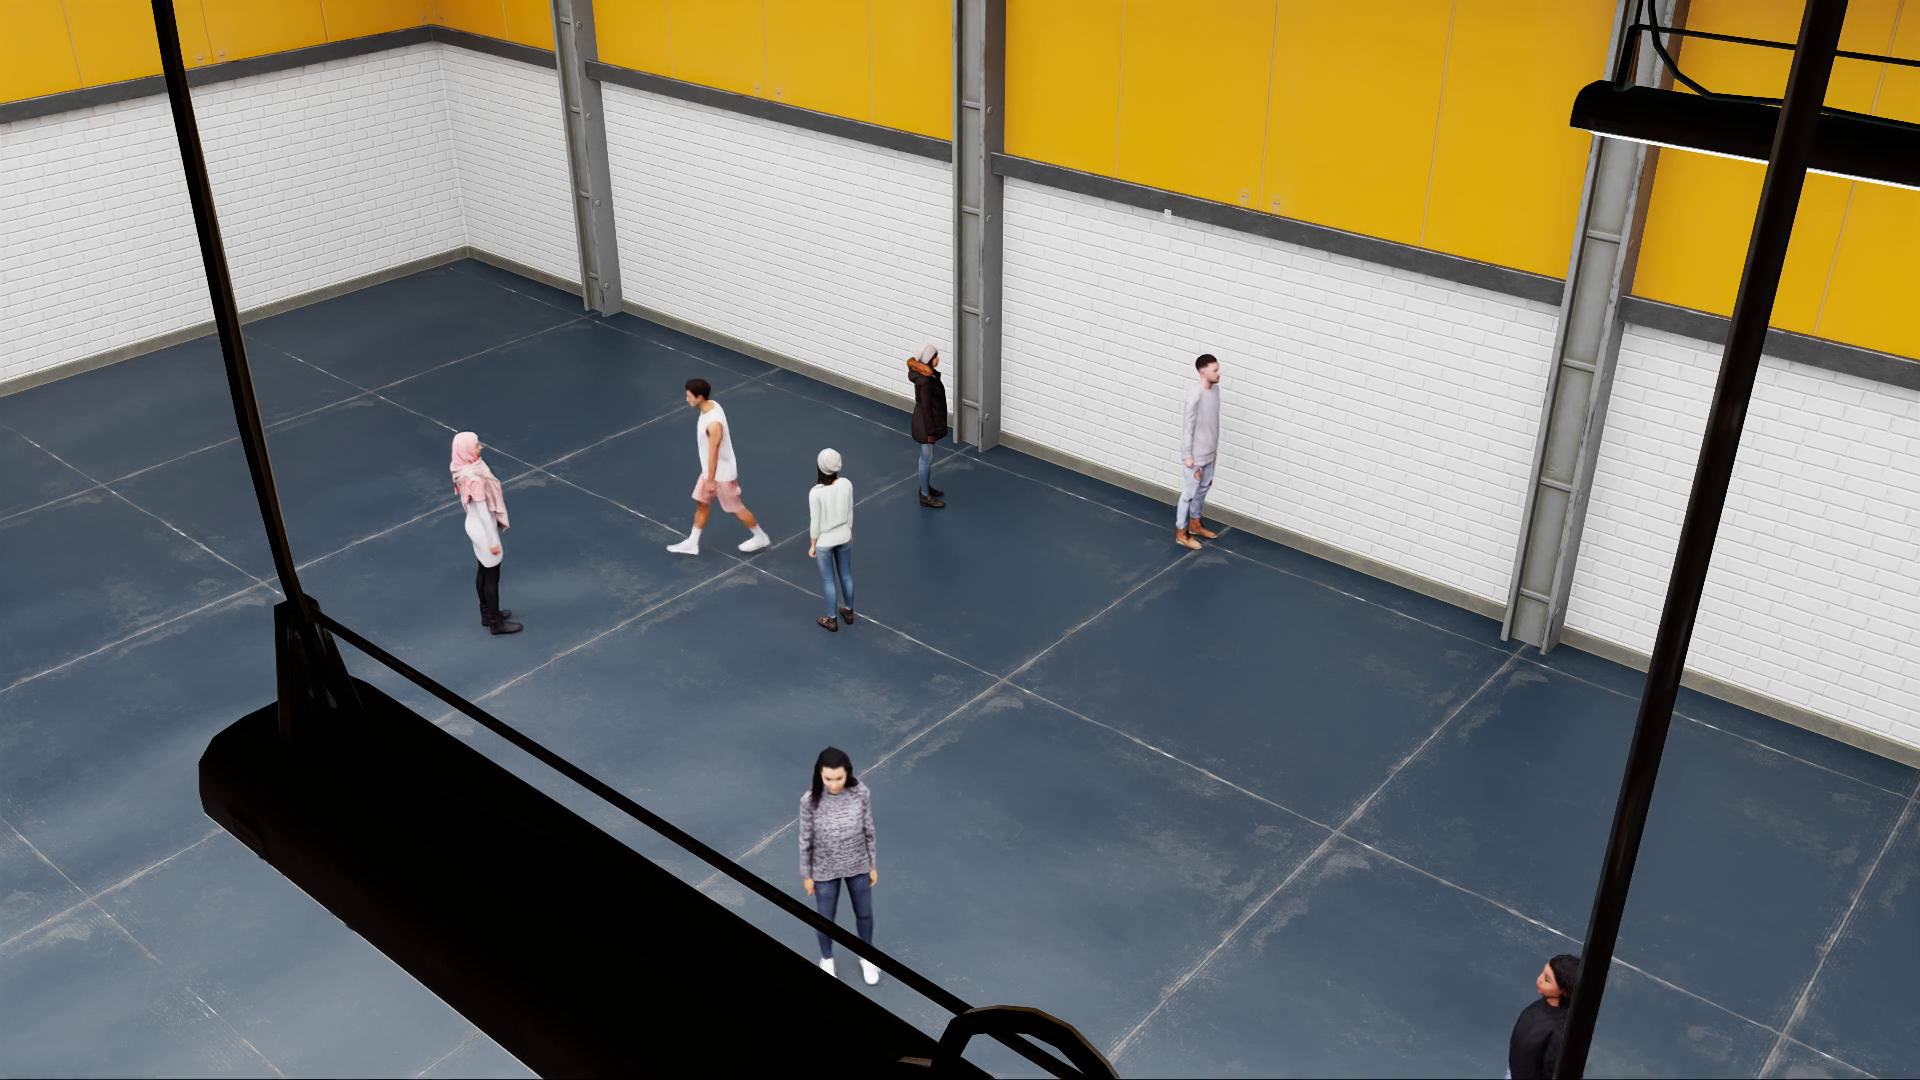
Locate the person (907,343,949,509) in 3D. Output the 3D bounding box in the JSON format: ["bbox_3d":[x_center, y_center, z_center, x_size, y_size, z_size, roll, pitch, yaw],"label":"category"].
[{"bbox_3d":[-0.307,-1.107,15.745,0.794,1.634,0.743,0,29,-1],"label":"person"}]

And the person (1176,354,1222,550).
[{"bbox_3d":[2.162,-0.828,15.022,0.545,1.837,0.670,21,35,33],"label":"person"}]

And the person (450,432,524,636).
[{"bbox_3d":[-3.918,-0.061,13.649,0.764,1.804,0.640,-17,33,-28],"label":"person"}]

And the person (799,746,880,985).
[{"bbox_3d":[-0.721,1.951,10.038,0.699,1.730,0.728,-6,29,-11],"label":"person"}]

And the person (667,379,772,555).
[{"bbox_3d":[-2.044,-0.611,14.749,1.168,1.717,1.215,-7,29,-13],"label":"person"}]

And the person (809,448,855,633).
[{"bbox_3d":[-1.052,-0.015,13.733,0.620,1.644,0.583,-18,34,-30],"label":"person"}]
